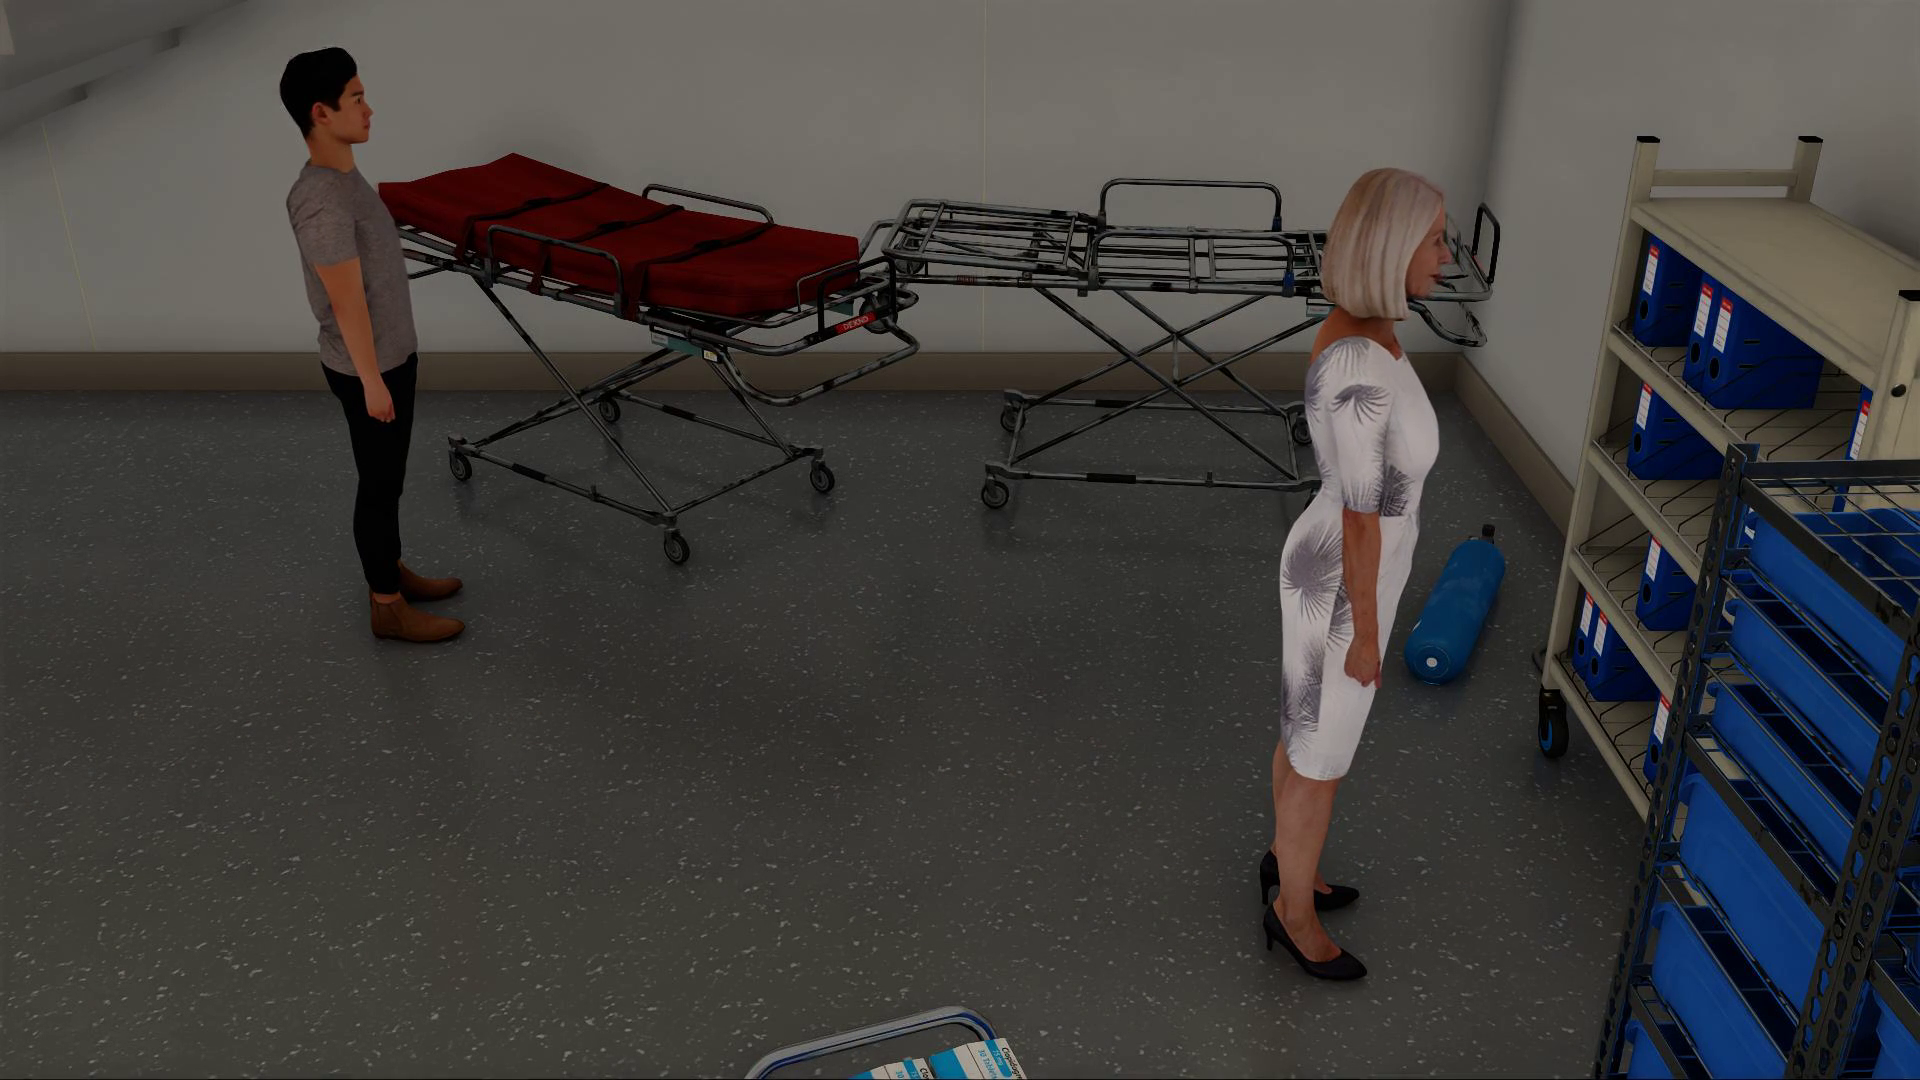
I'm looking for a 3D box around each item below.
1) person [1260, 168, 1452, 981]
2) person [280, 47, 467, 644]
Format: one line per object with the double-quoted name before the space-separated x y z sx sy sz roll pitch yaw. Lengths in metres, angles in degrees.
"person" 0.789 0.102 3.445 0.551 1.751 0.591 4 26 9
"person" -1.722 -0.542 4.817 0.608 1.719 0.656 -6 26 -12
